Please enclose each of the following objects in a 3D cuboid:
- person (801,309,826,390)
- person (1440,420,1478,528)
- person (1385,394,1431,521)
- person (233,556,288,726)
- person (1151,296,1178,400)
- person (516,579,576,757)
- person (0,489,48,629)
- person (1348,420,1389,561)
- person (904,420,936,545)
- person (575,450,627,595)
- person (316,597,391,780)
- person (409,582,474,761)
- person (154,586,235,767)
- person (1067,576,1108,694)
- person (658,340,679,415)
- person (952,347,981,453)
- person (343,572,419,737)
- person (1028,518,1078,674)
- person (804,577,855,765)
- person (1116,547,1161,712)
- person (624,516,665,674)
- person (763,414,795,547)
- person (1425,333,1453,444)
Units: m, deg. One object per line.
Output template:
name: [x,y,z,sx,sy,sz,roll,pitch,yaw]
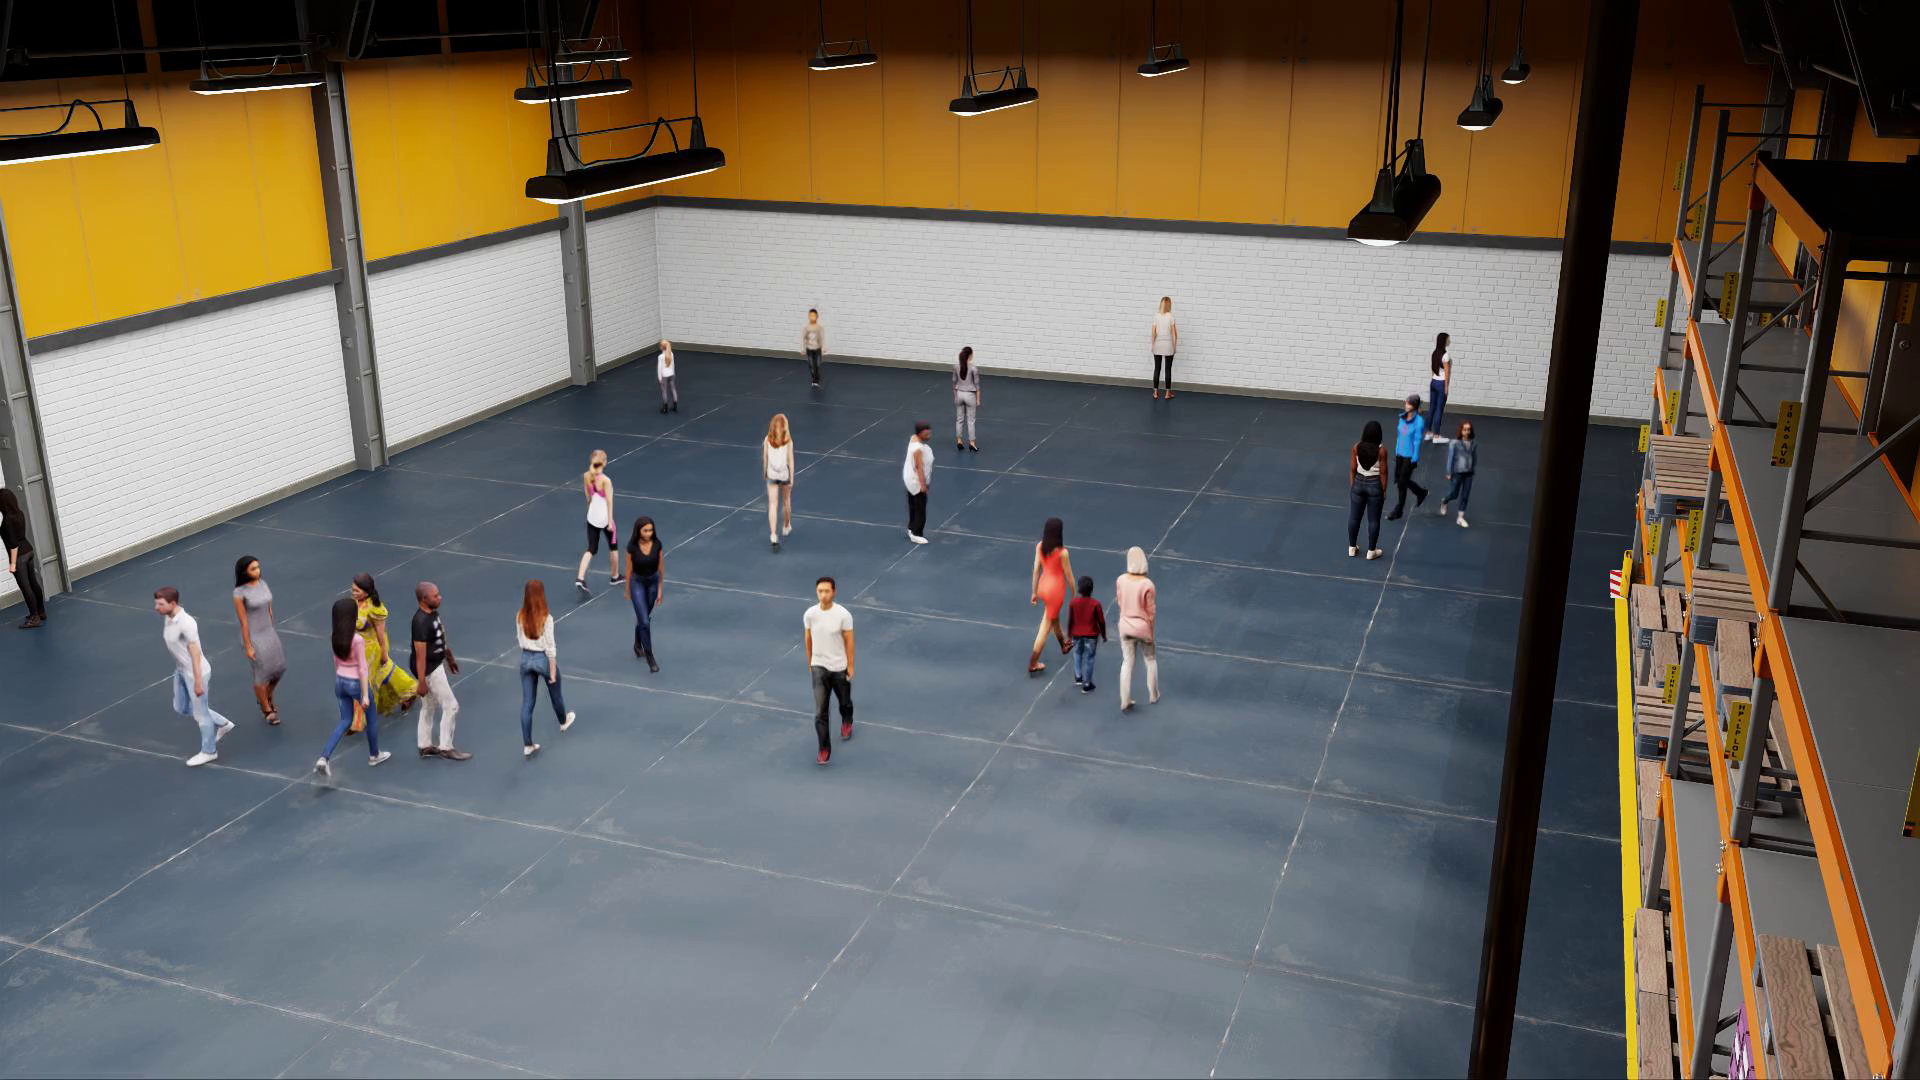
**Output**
person: [-2.656,-3.490,30.357,0.751,1.438,1.006,1,19,3]
person: [6.817,-0.931,22.718,0.810,1.463,0.912,-5,19,-14]
person: [6.215,-1.132,22.814,1.027,1.783,0.985,-6,20,-18]
person: [-7.026,0.997,16.508,0.688,1.772,0.591,9,20,24]
person: [3.620,-3.420,29.538,0.603,1.827,0.523,6,19,17]
person: [-4.082,1.243,15.913,0.667,1.686,1.131,5,19,13]
person: [-10.787,0.191,19.109,0.719,1.639,0.602,-3,19,-8]
person: [5.237,-0.655,21.355,0.703,1.810,0.682,12,22,33]
person: [-0.571,-0.810,22.034,0.962,1.671,0.810,-8,20,-22]
person: [-4.414,-0.194,20.071,0.685,1.756,1.130,9,20,24]
person: [-5.700,1.394,15.410,0.645,1.721,1.077,8,20,24]
person: [-5.110,1.248,15.738,0.902,1.788,0.849,-4,19,-11]
person: [-7.155,1.237,15.709,0.839,1.828,0.951,17,25,41]
person: [1.285,1.000,17.326,0.545,1.244,0.561,8,20,22]
person: [-5.038,-2.821,28.622,0.621,1.276,0.533,18,25,42]
person: [0.097,-2.219,26.204,0.646,1.680,0.620,10,21,27]
person: [-5.785,1.082,16.510,0.957,1.610,1.300,14,23,37]
person: [0.931,0.633,17.760,0.906,1.663,1.205,17,25,41]
person: [-1.204,1.183,15.962,0.855,1.769,1.222,2,19,5]
person: [1.739,0.923,16.851,0.689,1.694,0.863,12,22,31]
person: [-3.447,0.535,18.025,1.056,1.680,1.060,-9,21,-25]
person: [-2.401,-0.757,21.795,0.822,1.723,1.185,1,19,2]
person: [7.706,-2.456,26.757,0.728,1.775,0.637,-5,19,-15]
